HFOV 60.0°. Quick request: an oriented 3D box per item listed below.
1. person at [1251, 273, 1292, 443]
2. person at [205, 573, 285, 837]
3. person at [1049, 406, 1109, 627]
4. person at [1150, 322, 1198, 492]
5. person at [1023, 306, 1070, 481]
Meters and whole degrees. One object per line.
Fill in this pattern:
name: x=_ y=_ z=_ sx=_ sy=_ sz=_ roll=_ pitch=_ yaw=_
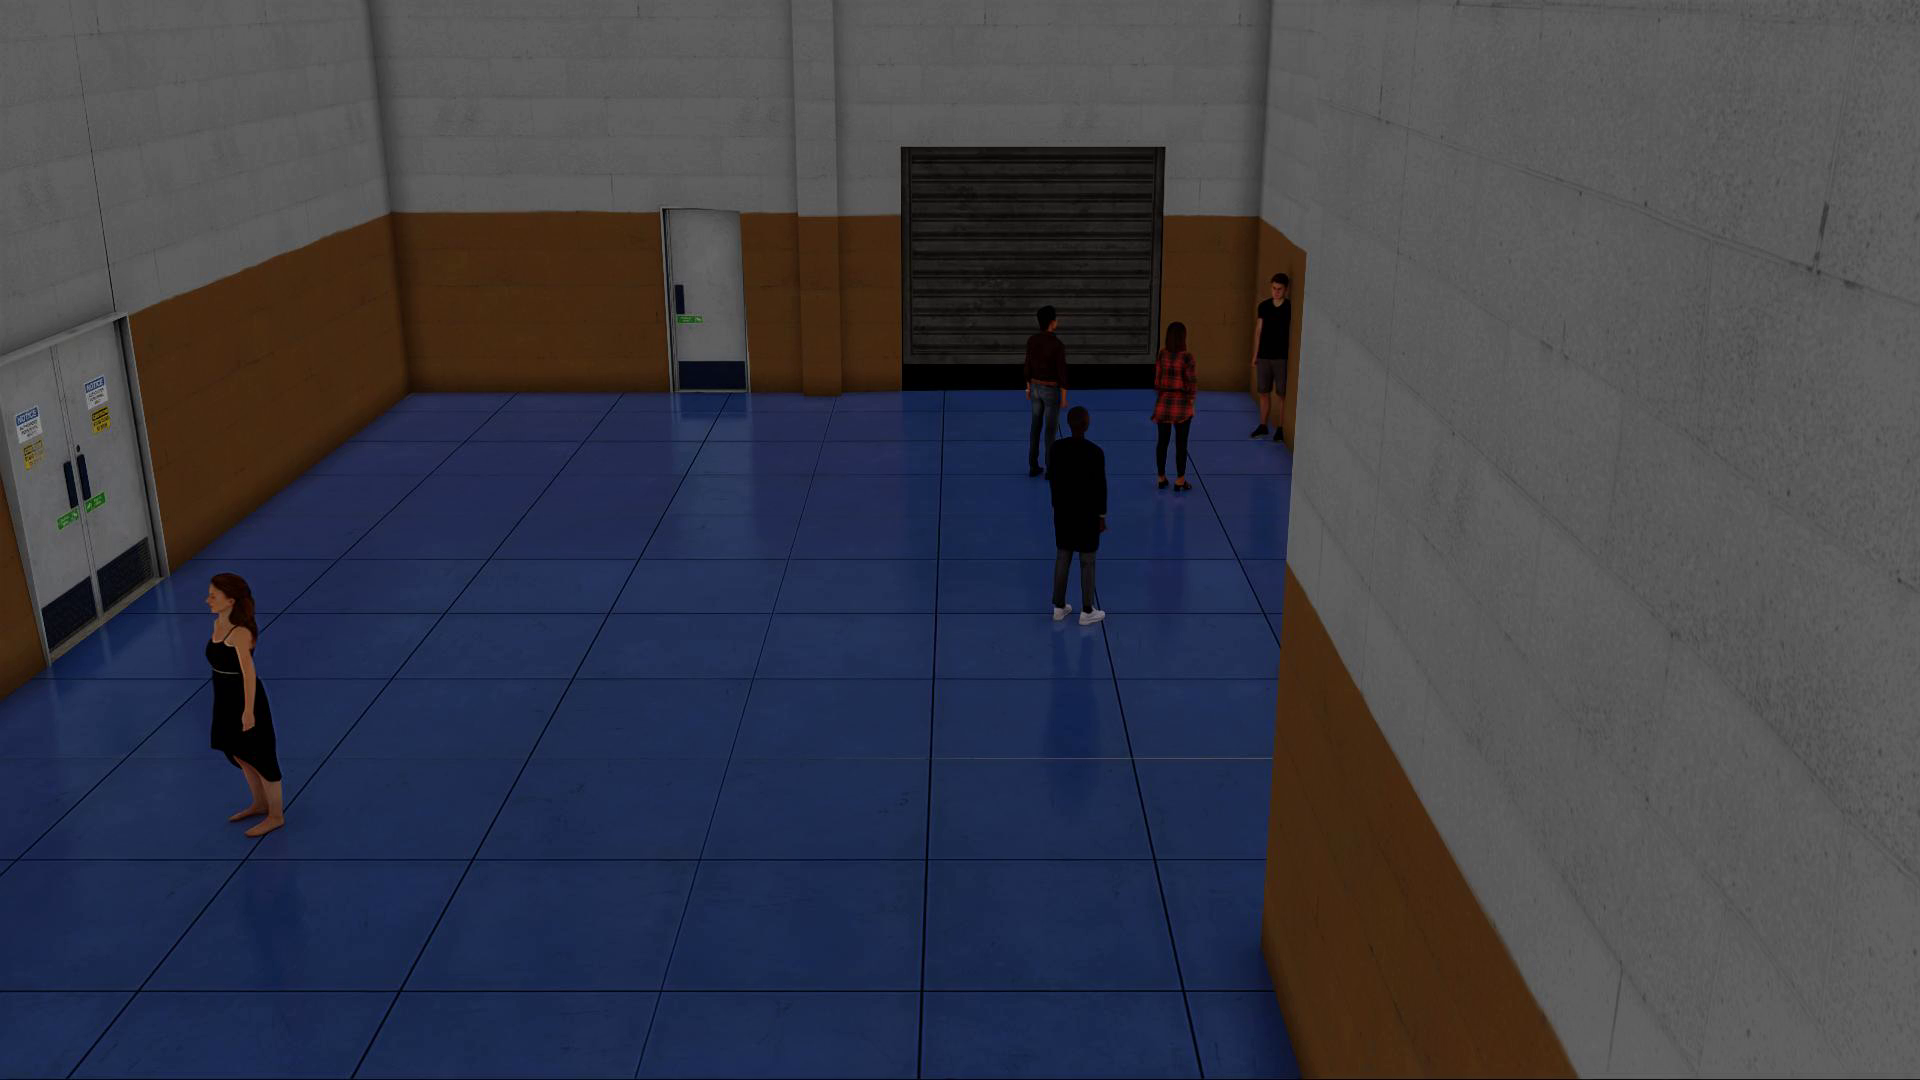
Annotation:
person: x=3.509 y=-2.040 z=18.425 sx=0.729 sy=1.861 sz=0.820 roll=13 pitch=23 yaw=34
person: x=-4.255 y=0.965 z=9.881 sx=0.737 sy=1.624 sz=0.683 roll=-16 pitch=24 yaw=-39
person: x=0.917 y=-0.199 z=13.121 sx=0.668 sy=1.762 sz=0.785 roll=11 pitch=21 yaw=29
person: x=2.134 y=-1.336 z=16.582 sx=0.681 sy=1.703 sz=0.761 roll=14 pitch=23 yaw=35
person: x=0.867 y=-1.507 z=16.968 sx=0.679 sy=1.780 sz=0.777 roll=14 pitch=23 yaw=36
